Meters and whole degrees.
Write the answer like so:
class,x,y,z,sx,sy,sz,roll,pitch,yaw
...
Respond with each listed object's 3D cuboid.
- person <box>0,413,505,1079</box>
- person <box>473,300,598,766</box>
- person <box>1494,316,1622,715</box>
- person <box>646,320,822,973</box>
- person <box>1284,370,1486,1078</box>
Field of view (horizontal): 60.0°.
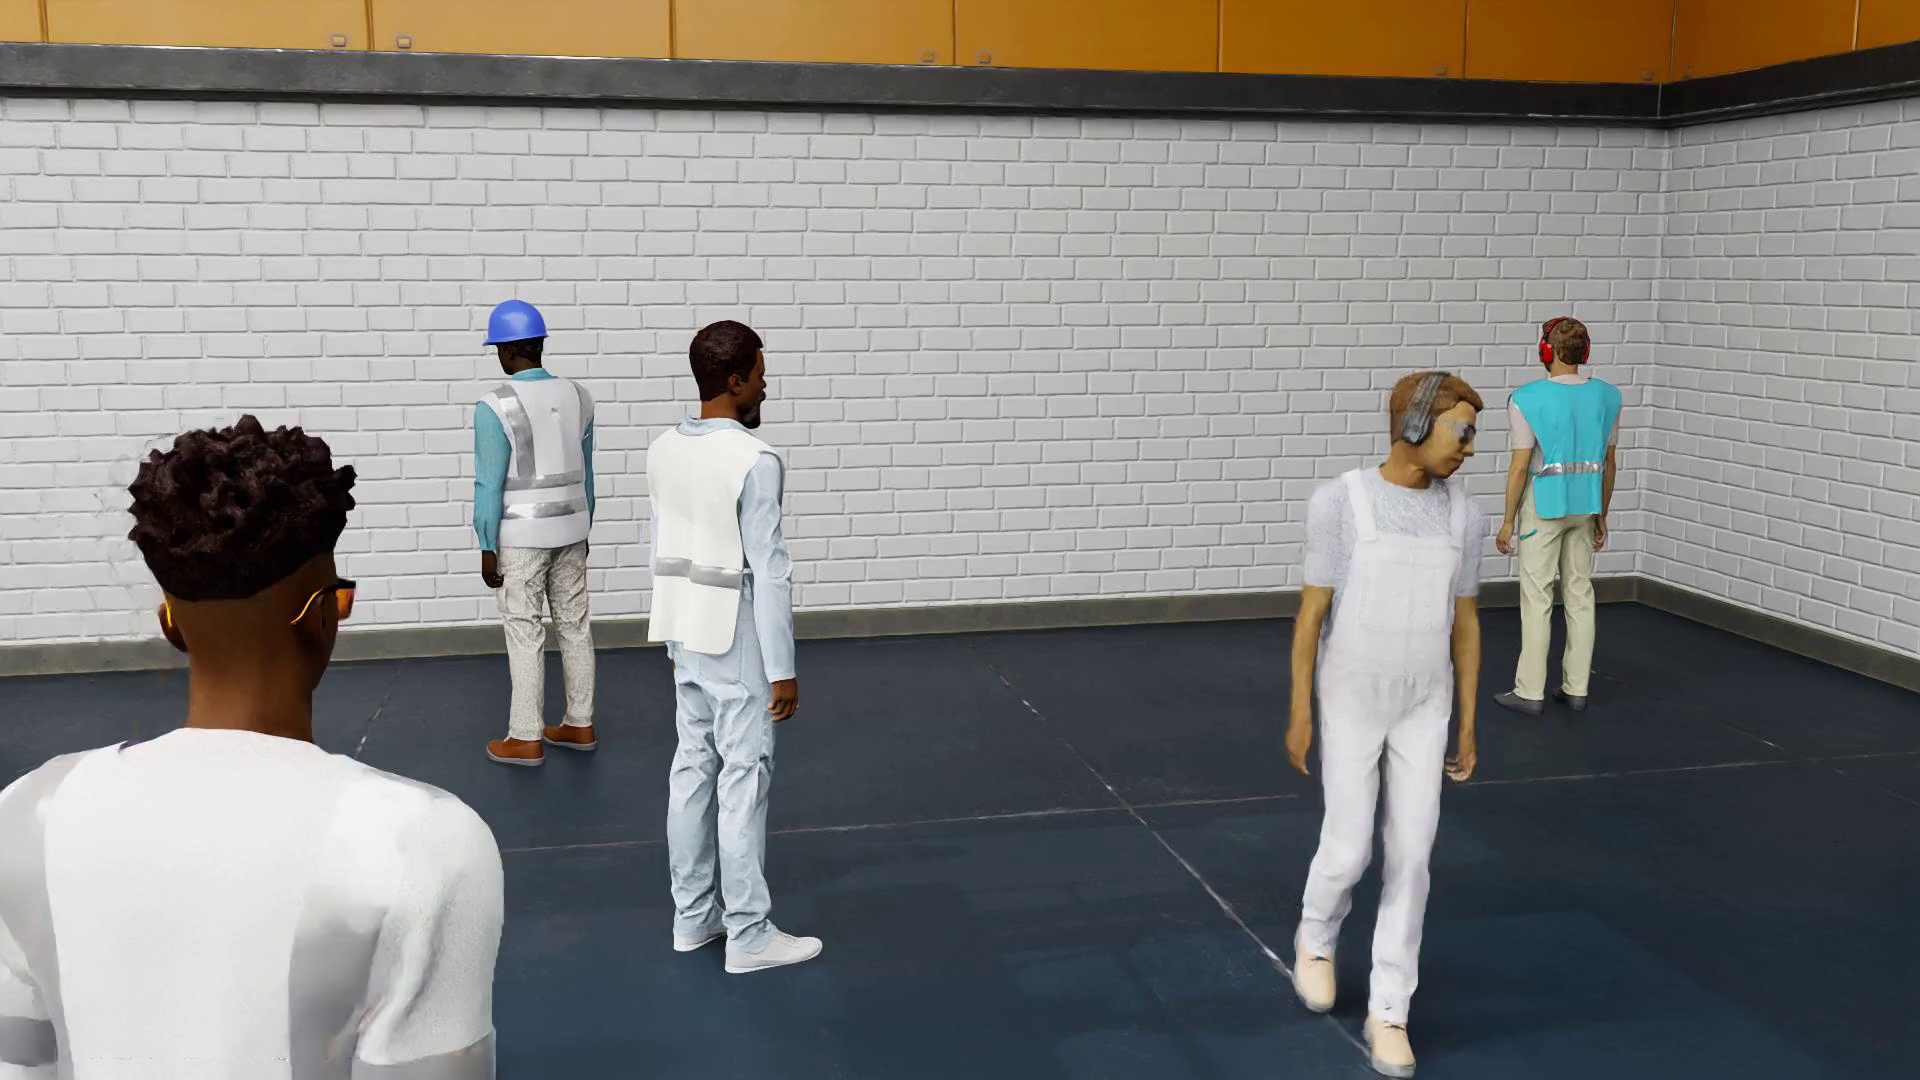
class,x,y,z,sx,sy,sz,roll,pitch,yaw
person,-0.774,0.835,1.763,0.605,1.931,0.952,1,9,8
person,-1.780,-0.028,6.965,0.416,1.939,0.604,7,11,35
person,2.771,-0.105,7.706,0.569,1.845,0.385,-3,10,-15
person,-0.699,0.318,4.911,0.591,1.919,0.392,9,13,44
person,1.129,0.464,4.368,0.546,1.807,0.493,-1,9,-7
